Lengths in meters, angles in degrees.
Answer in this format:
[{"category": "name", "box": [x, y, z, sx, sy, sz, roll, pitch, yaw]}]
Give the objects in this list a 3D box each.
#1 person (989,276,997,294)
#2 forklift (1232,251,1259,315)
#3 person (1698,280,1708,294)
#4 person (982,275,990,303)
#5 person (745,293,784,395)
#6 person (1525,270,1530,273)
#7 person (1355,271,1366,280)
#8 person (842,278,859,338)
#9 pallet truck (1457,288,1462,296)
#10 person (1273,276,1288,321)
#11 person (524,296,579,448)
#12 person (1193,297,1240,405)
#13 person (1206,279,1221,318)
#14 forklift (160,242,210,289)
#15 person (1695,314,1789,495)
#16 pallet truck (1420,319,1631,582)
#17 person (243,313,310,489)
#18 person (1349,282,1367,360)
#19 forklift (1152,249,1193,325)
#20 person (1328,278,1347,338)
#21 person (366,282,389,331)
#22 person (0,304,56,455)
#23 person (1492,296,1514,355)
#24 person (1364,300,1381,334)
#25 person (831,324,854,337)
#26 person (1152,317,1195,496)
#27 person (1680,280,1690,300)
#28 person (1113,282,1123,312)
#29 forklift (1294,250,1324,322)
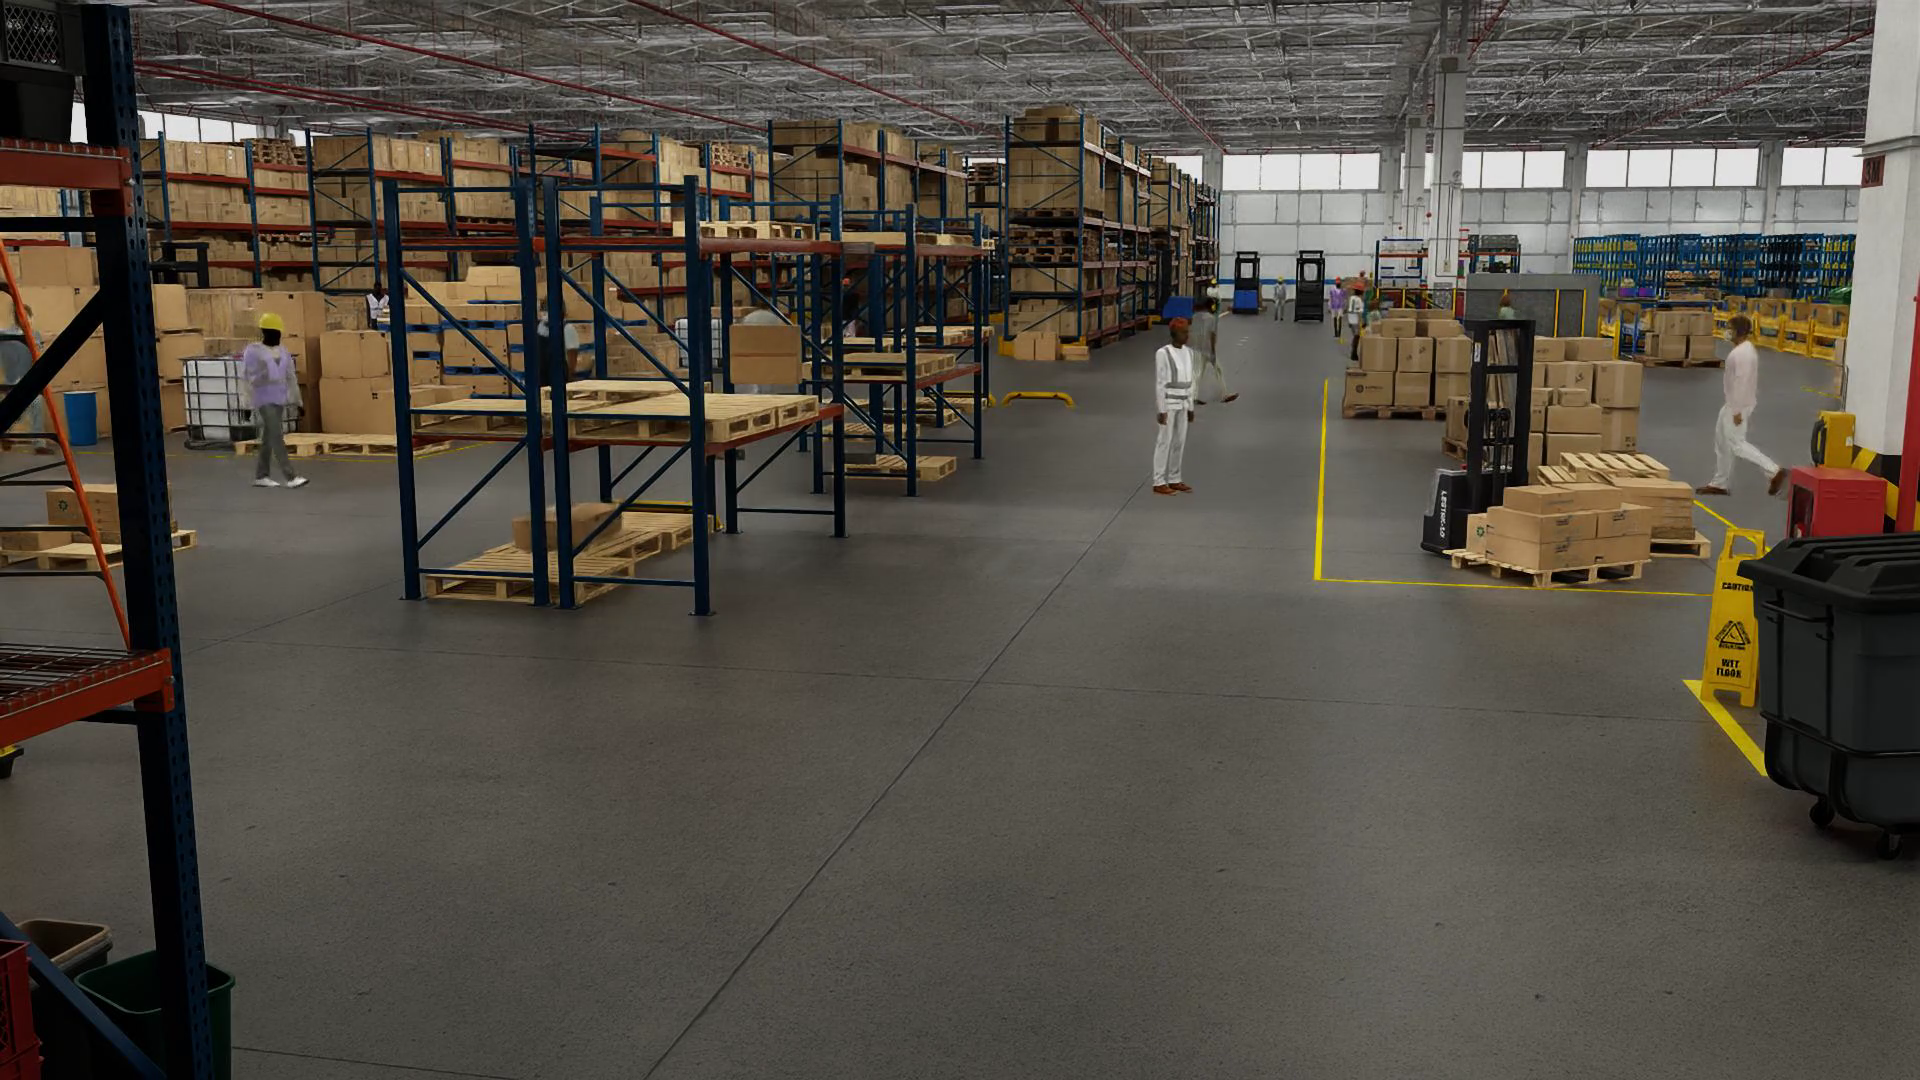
[{"category": "person", "box": [1.707, -13.589, 89.494, 0.560, 1.927, 0.523, 2, 10, 14]}, {"category": "forklift", "box": [12.759, -11.468, 74.117, 1.129, 2.768, 1.873, 2, 10, 12]}, {"category": "person", "box": [35.981, -12.036, 80.614, 0.456, 1.817, 0.596, 1, 10, 6]}, {"category": "person", "box": [1.505, -14.445, 94.448, 0.538, 1.960, 0.628, 4, 10, 21]}, {"category": "person", "box": [-3.162, -3.031, 26.986, 0.630, 1.920, 0.454, 0, 10, -1]}, {"category": "person", "box": [27.509, -12.098, 80.648, 0.634, 1.930, 0.539, -5, 11, -27]}, {"category": "person", "box": [19.143, -11.948, 79.786, 0.634, 1.939, 0.950, 9, 13, 44]}, {"category": "person", "box": [-2.838, -5.532, 41.583, 0.612, 1.995, 0.393, -2, 10, -14]}, {"category": "pallet truck", "box": [20.506, -9.785, 68.819, 0.653, 1.274, 1.630, 2, 10, 12]}, {"category": "person", "box": [12.878, -9.692, 66.832, 0.602, 1.779, 0.908, 2, 10, 14]}, {"category": "person", "box": [-5.319, -2.168, 21.525, 0.706, 2.000, 1.008, 2, 10, 11]}, {"category": "person", "box": [4.321, -3.204, 28.295, 0.941, 1.822, 0.555, -4, 10, -23]}, {"category": "person", "box": [9.536, -8.937, 62.554, 0.536, 1.722, 0.898, 1, 10, 9]}, {"category": "forklift", "box": [-16.063, -4.810, 34.690, 1.129, 2.768, 1.873, 2, 10, 12]}, {"category": "person", "box": [8.149, -1.373, 17.226, 0.786, 1.919, 0.636, 4, 10, 23]}, {"category": "pallet truck", "box": [4.543, -0.757, 13.299, 0.823, 1.965, 1.885, -4, 10, -22]}, {"category": "person", "box": [-7.307, -1.482, 17.898, 0.914, 1.884, 0.620, 3, 10, 19]}, {"category": "person", "box": [9.747, -5.359, 40.818, 0.407, 1.910, 0.604, 0, 10, 3]}, {"category": "forklift", "box": [7.646, -9.320, 61.395, 1.873, 2.768, 1.129, 2, 10, 11]}, {"category": "person", "box": [11.953, -7.360, 52.719, 0.565, 1.884, 0.986, 2, 10, 14]}, {"category": "person", "box": [-14.600, -5.524, 41.794, 0.587, 1.911, 0.397, -5, 11, -27]}, {"category": "person", "box": [-11.811, -2.014, 20.956, 0.646, 1.926, 0.642, 2, 10, 14]}, {"category": "person", "box": [12.878, -4.997, 39.587, 0.502, 1.600, 0.795, -9, 13, -43]}, {"category": "person", "box": [8.753, -4.263, 35.219, 0.326, 1.608, 0.620, -4, 10, -21]}, {"category": "person", "box": [-2.969, -5.366, 41.579, 0.546, 1.651, 0.827, 7, 12, 37]}, {"category": "person", "box": [2.249, -1.398, 17.477, 0.348, 1.877, 0.573, 9, 13, 42]}, {"category": "person", "box": [28.724, -9.485, 65.804, 0.909, 1.723, 0.528, 0, 10, 2]}, {"category": "person", "box": [5.645, -8.435, 59.671, 0.427, 1.680, 0.555, 5, 11, 27]}, {"category": "forklift", "box": [13.778, -10.002, 65.433, 1.129, 2.768, 1.873, 2, 10, 12]}]
